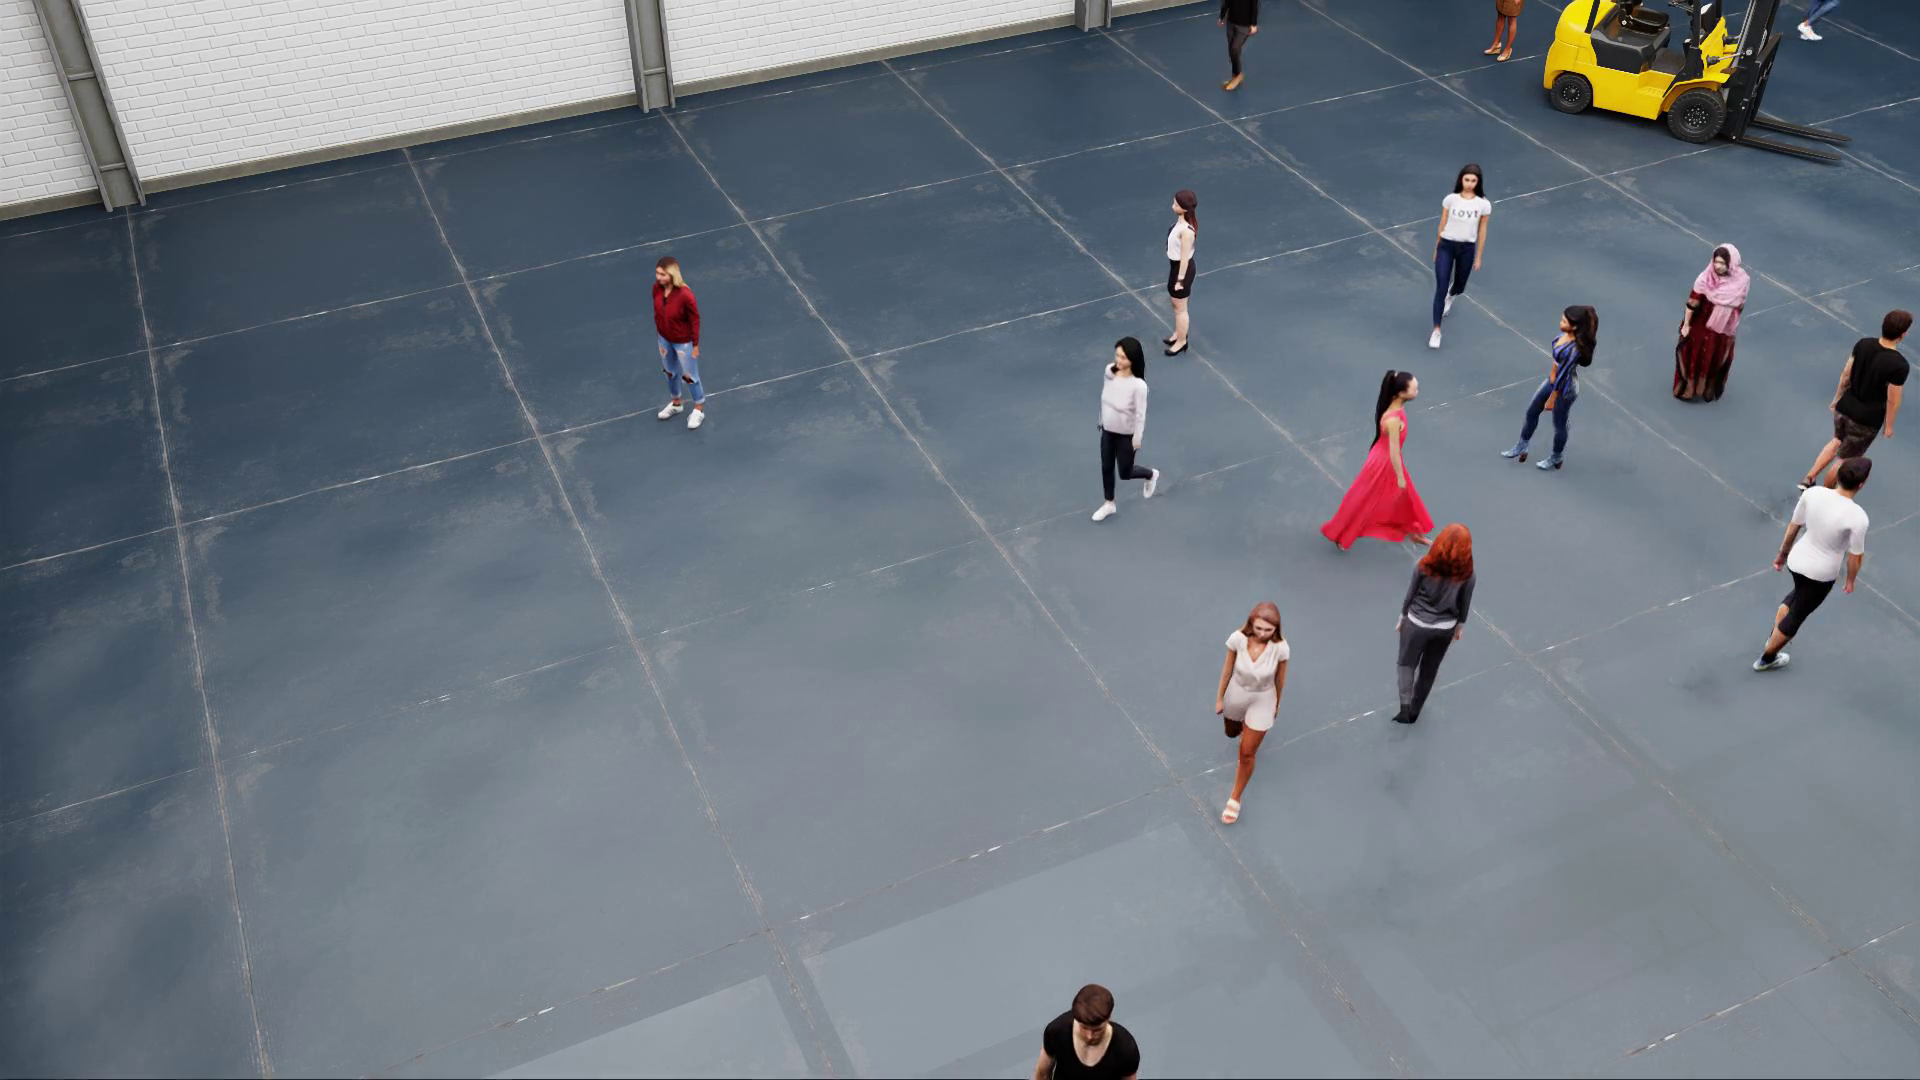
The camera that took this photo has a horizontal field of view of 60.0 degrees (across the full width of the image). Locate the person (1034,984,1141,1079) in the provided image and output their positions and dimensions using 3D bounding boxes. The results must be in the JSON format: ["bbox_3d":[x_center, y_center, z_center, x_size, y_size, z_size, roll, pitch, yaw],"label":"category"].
[{"bbox_3d":[0.623,2.856,8.454,0.795,1.892,0.855,13,40,16],"label":"person"}]

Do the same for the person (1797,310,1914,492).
[{"bbox_3d":[7.138,-1.006,13.322,0.684,1.852,0.680,-13,40,-16],"label":"person"}]

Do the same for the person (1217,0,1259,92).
[{"bbox_3d":[3.433,-6.305,20.069,0.652,1.712,0.703,-22,44,-25],"label":"person"}]

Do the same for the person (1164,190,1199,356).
[{"bbox_3d":[2.038,-2.460,15.306,0.615,1.648,0.608,-2,39,-3],"label":"person"}]

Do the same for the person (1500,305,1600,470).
[{"bbox_3d":[5.063,-1.244,13.819,0.883,1.604,0.812,4,39,4],"label":"person"}]

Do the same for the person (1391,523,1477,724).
[{"bbox_3d":[3.192,0.649,11.322,0.794,1.762,0.848,9,40,11],"label":"person"}]

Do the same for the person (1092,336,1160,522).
[{"bbox_3d":[1.358,-0.918,13.346,0.935,1.684,0.751,-28,46,-30],"label":"person"}]

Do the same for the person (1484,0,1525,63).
[{"bbox_3d":[6.882,-6.829,20.745,0.507,1.689,0.562,-15,41,-18],"label":"person"}]

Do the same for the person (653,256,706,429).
[{"bbox_3d":[-2.448,-1.731,14.405,0.676,1.634,0.696,20,43,23],"label":"person"}]

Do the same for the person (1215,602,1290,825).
[{"bbox_3d":[1.911,1.016,10.932,1.008,1.674,1.097,14,41,17],"label":"person"}]

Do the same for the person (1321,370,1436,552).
[{"bbox_3d":[3.180,-0.558,12.900,1.177,1.679,1.054,9,40,12],"label":"person"}]

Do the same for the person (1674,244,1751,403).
[{"bbox_3d":[6.635,-1.918,14.668,0.827,1.598,0.904,0,39,0],"label":"person"}]

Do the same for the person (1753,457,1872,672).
[{"bbox_3d":[5.998,0.214,11.806,0.707,1.837,0.646,-16,41,-19],"label":"person"}]

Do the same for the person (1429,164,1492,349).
[{"bbox_3d":[4.640,-2.704,15.529,1.055,1.753,1.081,10,40,13],"label":"person"}]

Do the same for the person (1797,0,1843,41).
[{"bbox_3d":[11.000,-7.201,21.182,0.793,1.724,0.751,5,39,6],"label":"person"}]
